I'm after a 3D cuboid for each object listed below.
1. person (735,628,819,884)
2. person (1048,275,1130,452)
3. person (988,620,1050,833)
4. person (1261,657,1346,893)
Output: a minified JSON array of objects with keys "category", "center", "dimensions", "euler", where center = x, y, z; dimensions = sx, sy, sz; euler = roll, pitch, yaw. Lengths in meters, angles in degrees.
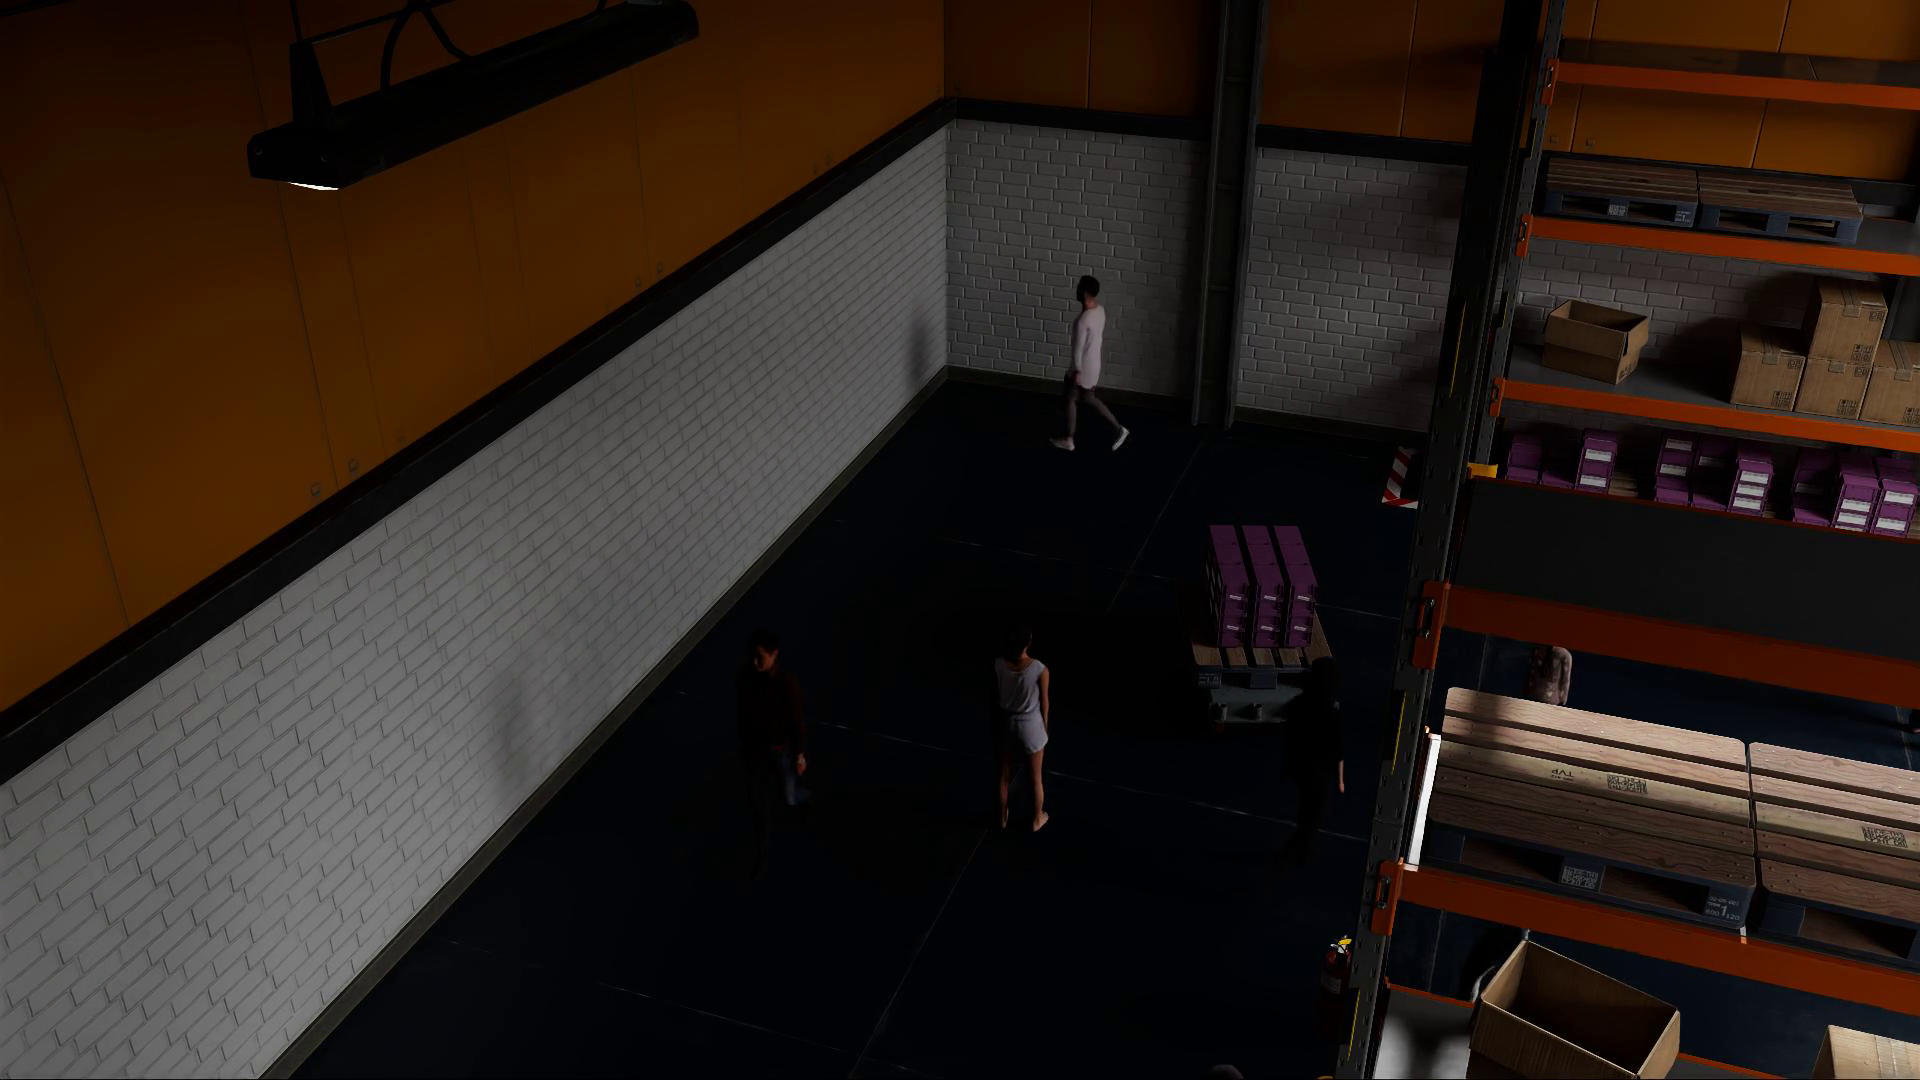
[{"category":"person","center":[-1.172,1.308,10.687],"dimensions":[0.964,1.759,0.703],"euler":[10,30,18]},{"category":"person","center":[1.269,-1.664,16.072],"dimensions":[1.106,1.819,0.809],"euler":[15,32,26]},{"category":"person","center":[0.384,1.235,10.985],"dimensions":[0.505,1.602,0.645],"euler":[7,29,13]},{"category":"person","center":[2.173,1.503,10.474],"dimensions":[0.899,1.621,0.981],"euler":[-25,37,-37]}]
